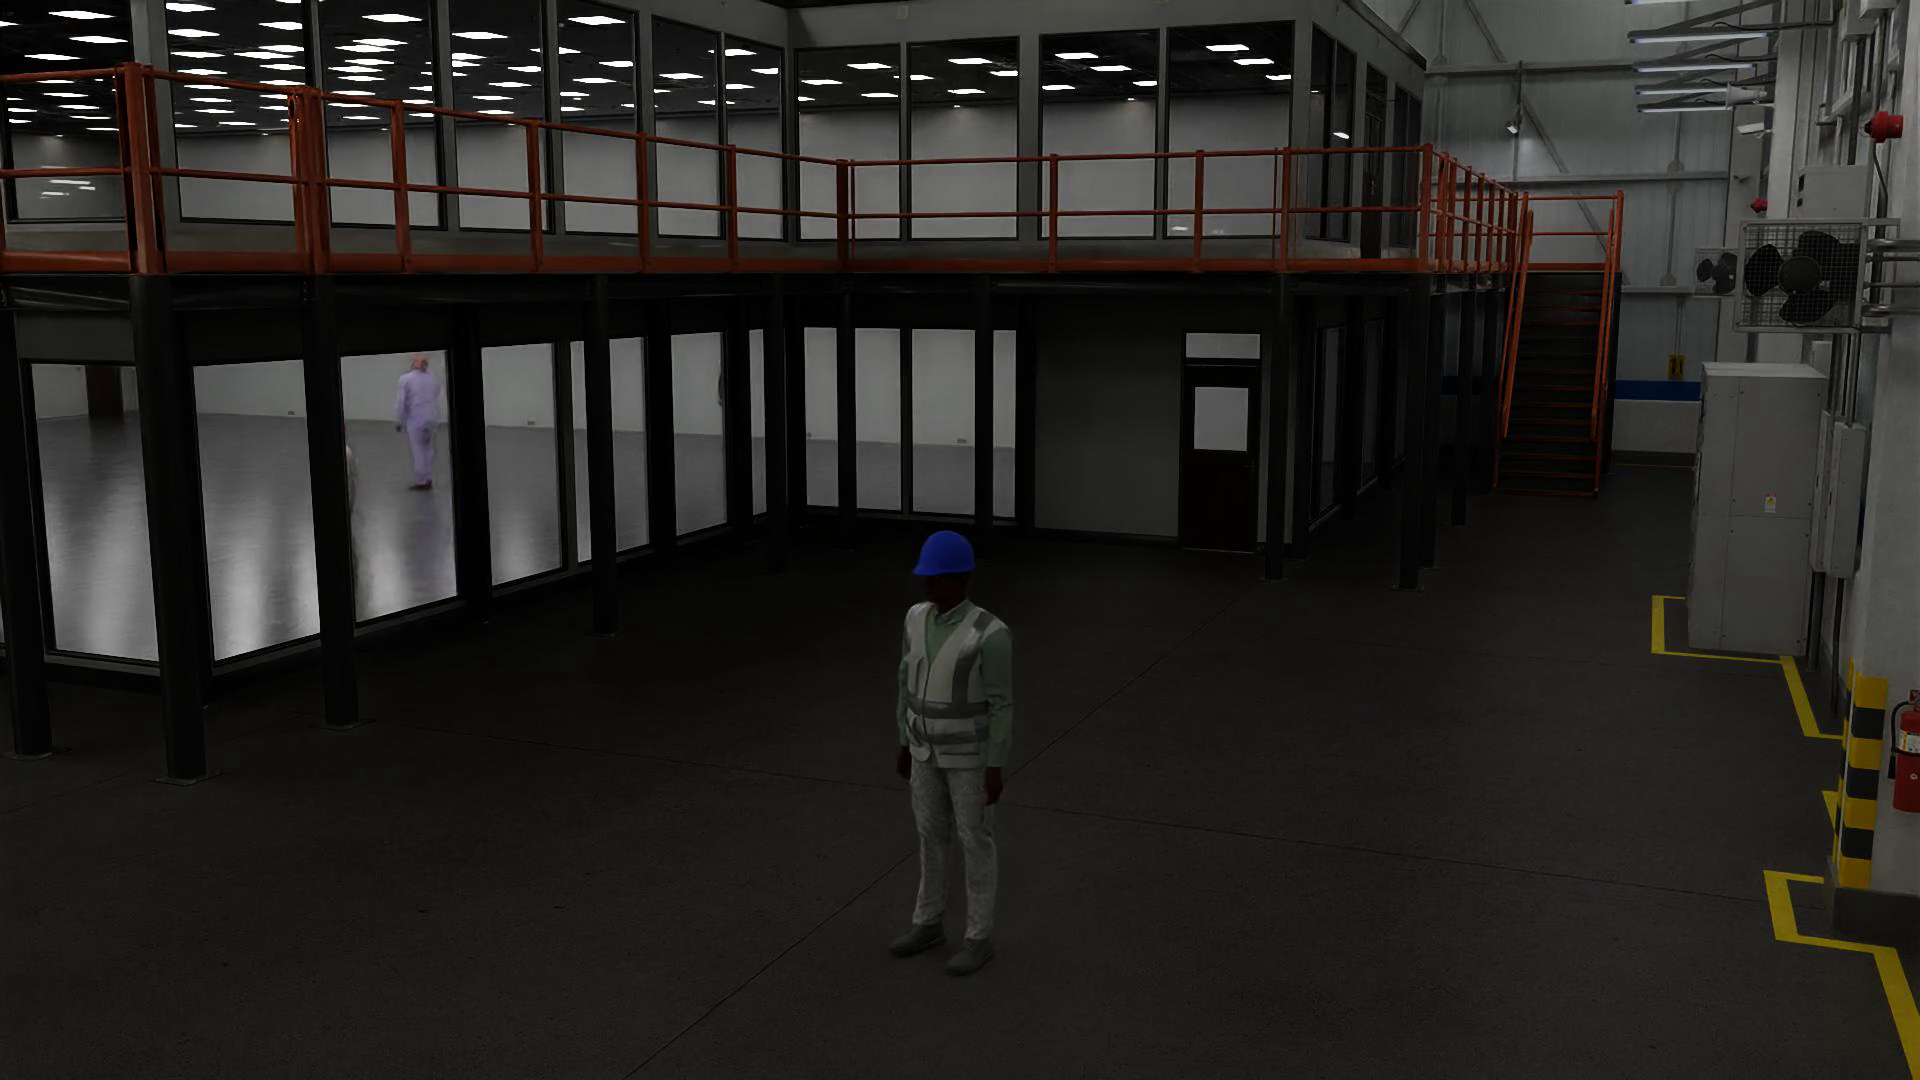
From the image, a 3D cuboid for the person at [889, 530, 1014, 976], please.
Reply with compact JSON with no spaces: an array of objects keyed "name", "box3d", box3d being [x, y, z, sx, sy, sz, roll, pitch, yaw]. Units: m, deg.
[{"name":"person","box3d":[-0.042,0.917,7.274,0.602,1.949,0.395,8,12,41]}]
